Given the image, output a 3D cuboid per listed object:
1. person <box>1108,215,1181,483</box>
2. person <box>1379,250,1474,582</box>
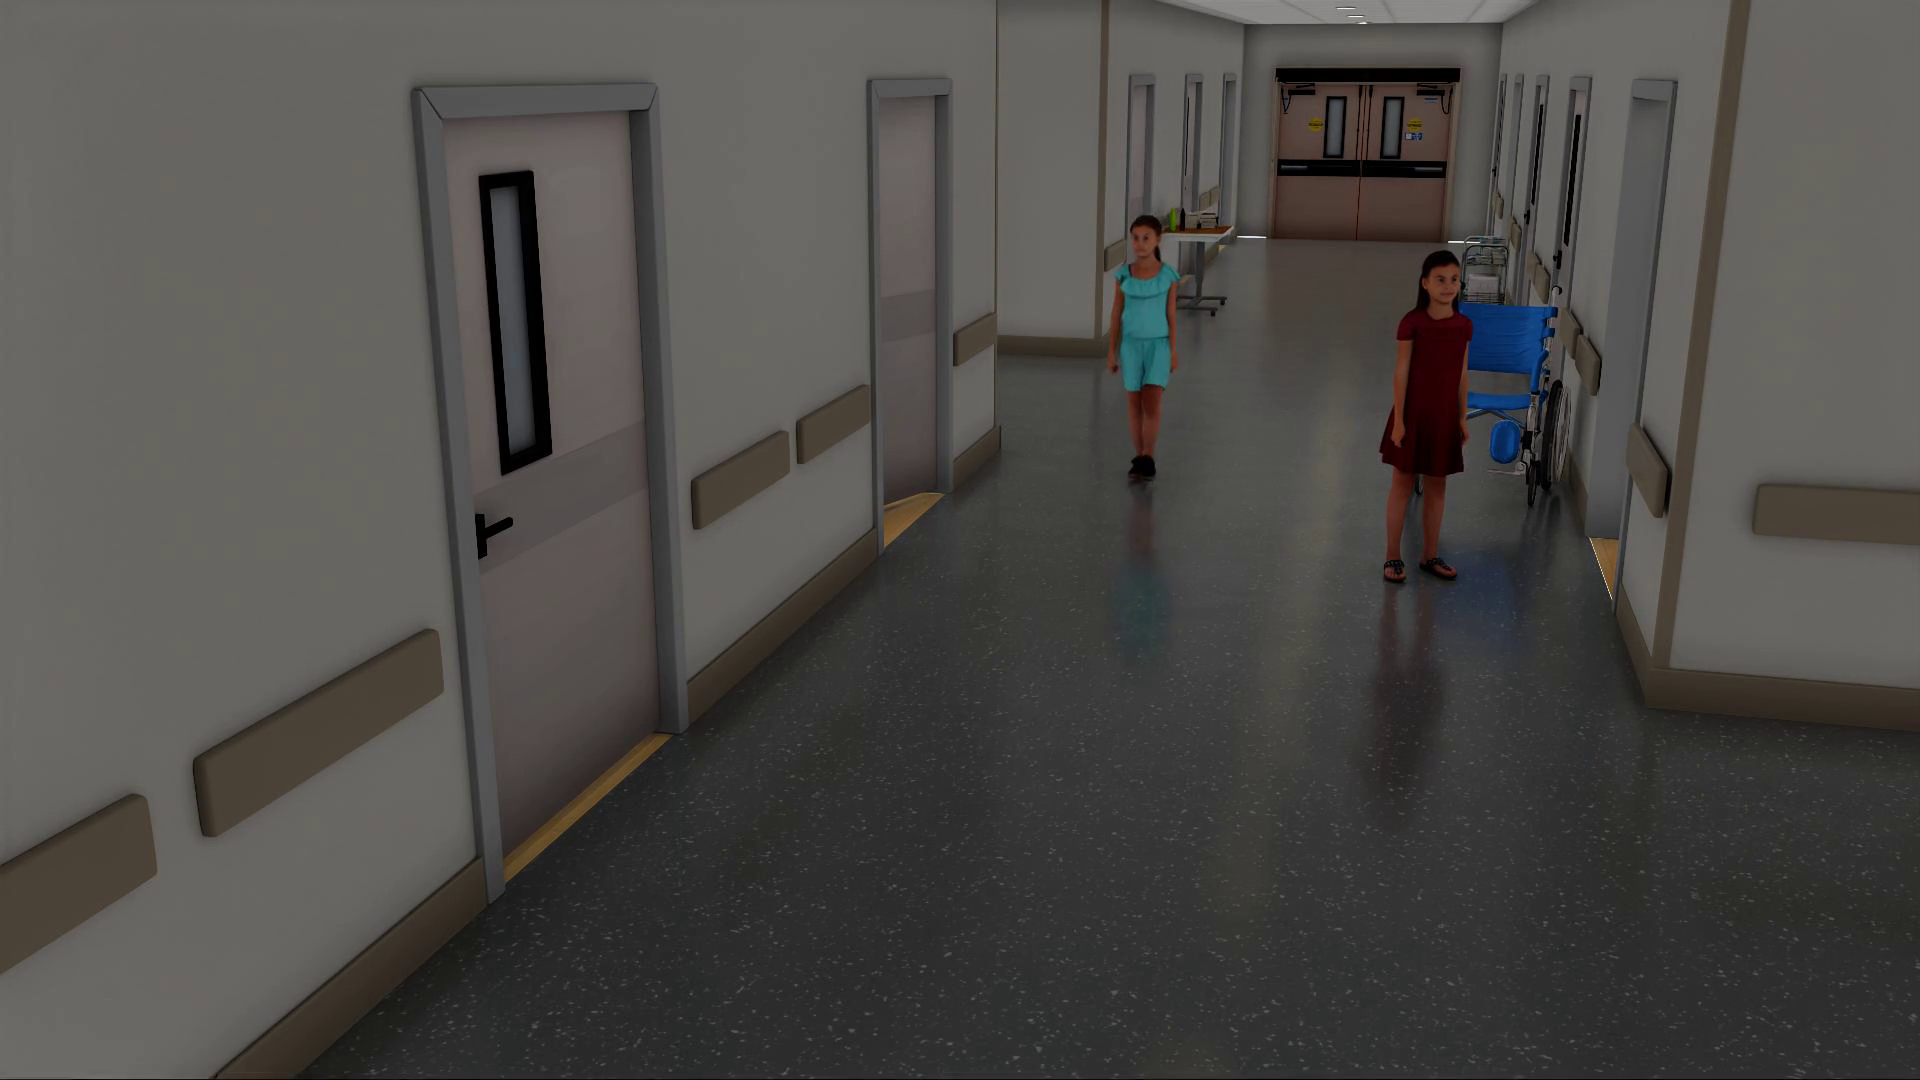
[{"bbox_3d":[1.103,-1.124,9.766,0.565,1.547,0.598,6,17,19],"label":"person"},{"bbox_3d":[2.213,-0.592,7.867,0.648,1.553,0.708,-3,16,-9],"label":"person"}]
